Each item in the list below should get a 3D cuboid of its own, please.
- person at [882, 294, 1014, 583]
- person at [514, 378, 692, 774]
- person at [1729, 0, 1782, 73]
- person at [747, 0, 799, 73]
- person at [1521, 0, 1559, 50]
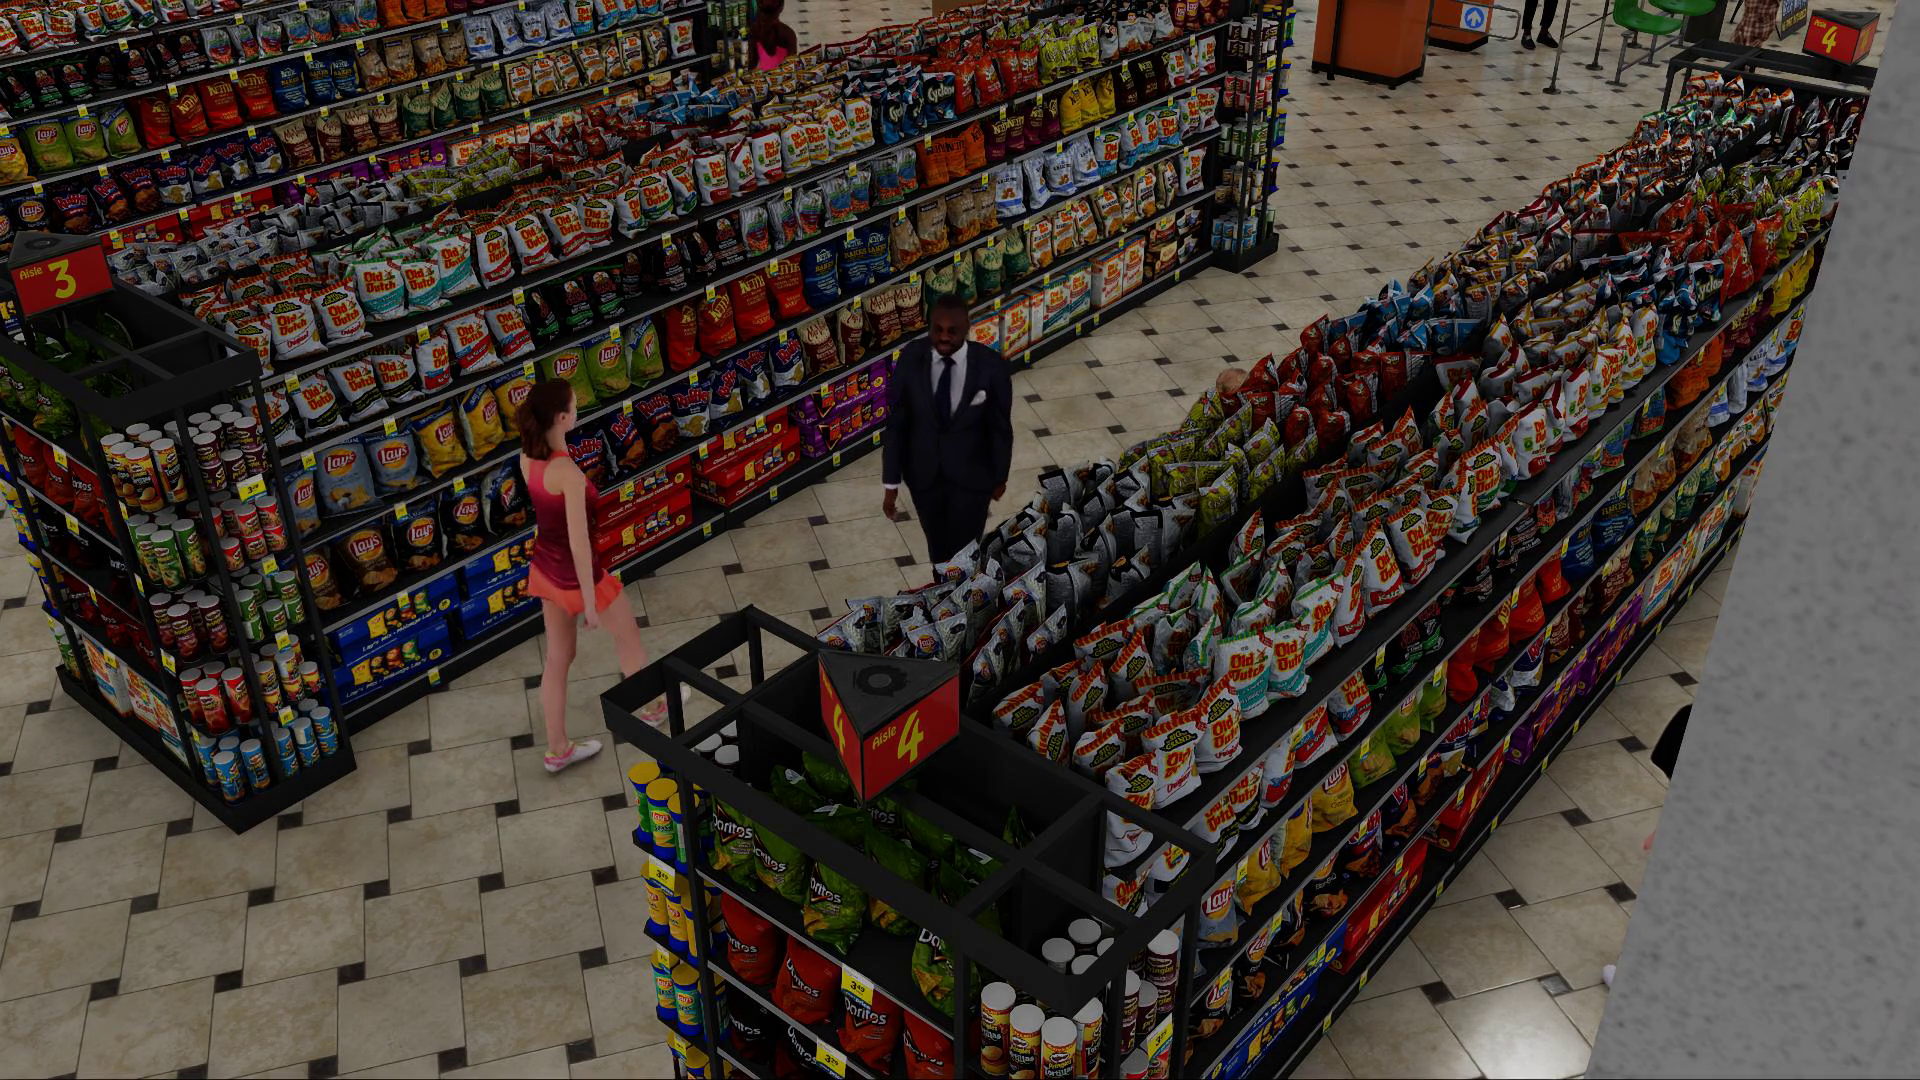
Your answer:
[{"bbox_3d":[-0.038,-0.303,7.529,0.948,1.797,1.143,9,33,14],"label":"person"},{"bbox_3d":[-1.660,0.206,6.783,0.583,1.721,0.939,24,39,33],"label":"person"},{"bbox_3d":[6.360,-3.985,13.449,0.655,1.795,0.504,20,37,29],"label":"person"},{"bbox_3d":[-1.419,-3.188,12.293,0.757,1.661,1.185,15,35,22],"label":"person"},{"bbox_3d":[5.820,-5.770,16.293,0.709,1.820,0.810,-8,33,-12],"label":"person"}]
